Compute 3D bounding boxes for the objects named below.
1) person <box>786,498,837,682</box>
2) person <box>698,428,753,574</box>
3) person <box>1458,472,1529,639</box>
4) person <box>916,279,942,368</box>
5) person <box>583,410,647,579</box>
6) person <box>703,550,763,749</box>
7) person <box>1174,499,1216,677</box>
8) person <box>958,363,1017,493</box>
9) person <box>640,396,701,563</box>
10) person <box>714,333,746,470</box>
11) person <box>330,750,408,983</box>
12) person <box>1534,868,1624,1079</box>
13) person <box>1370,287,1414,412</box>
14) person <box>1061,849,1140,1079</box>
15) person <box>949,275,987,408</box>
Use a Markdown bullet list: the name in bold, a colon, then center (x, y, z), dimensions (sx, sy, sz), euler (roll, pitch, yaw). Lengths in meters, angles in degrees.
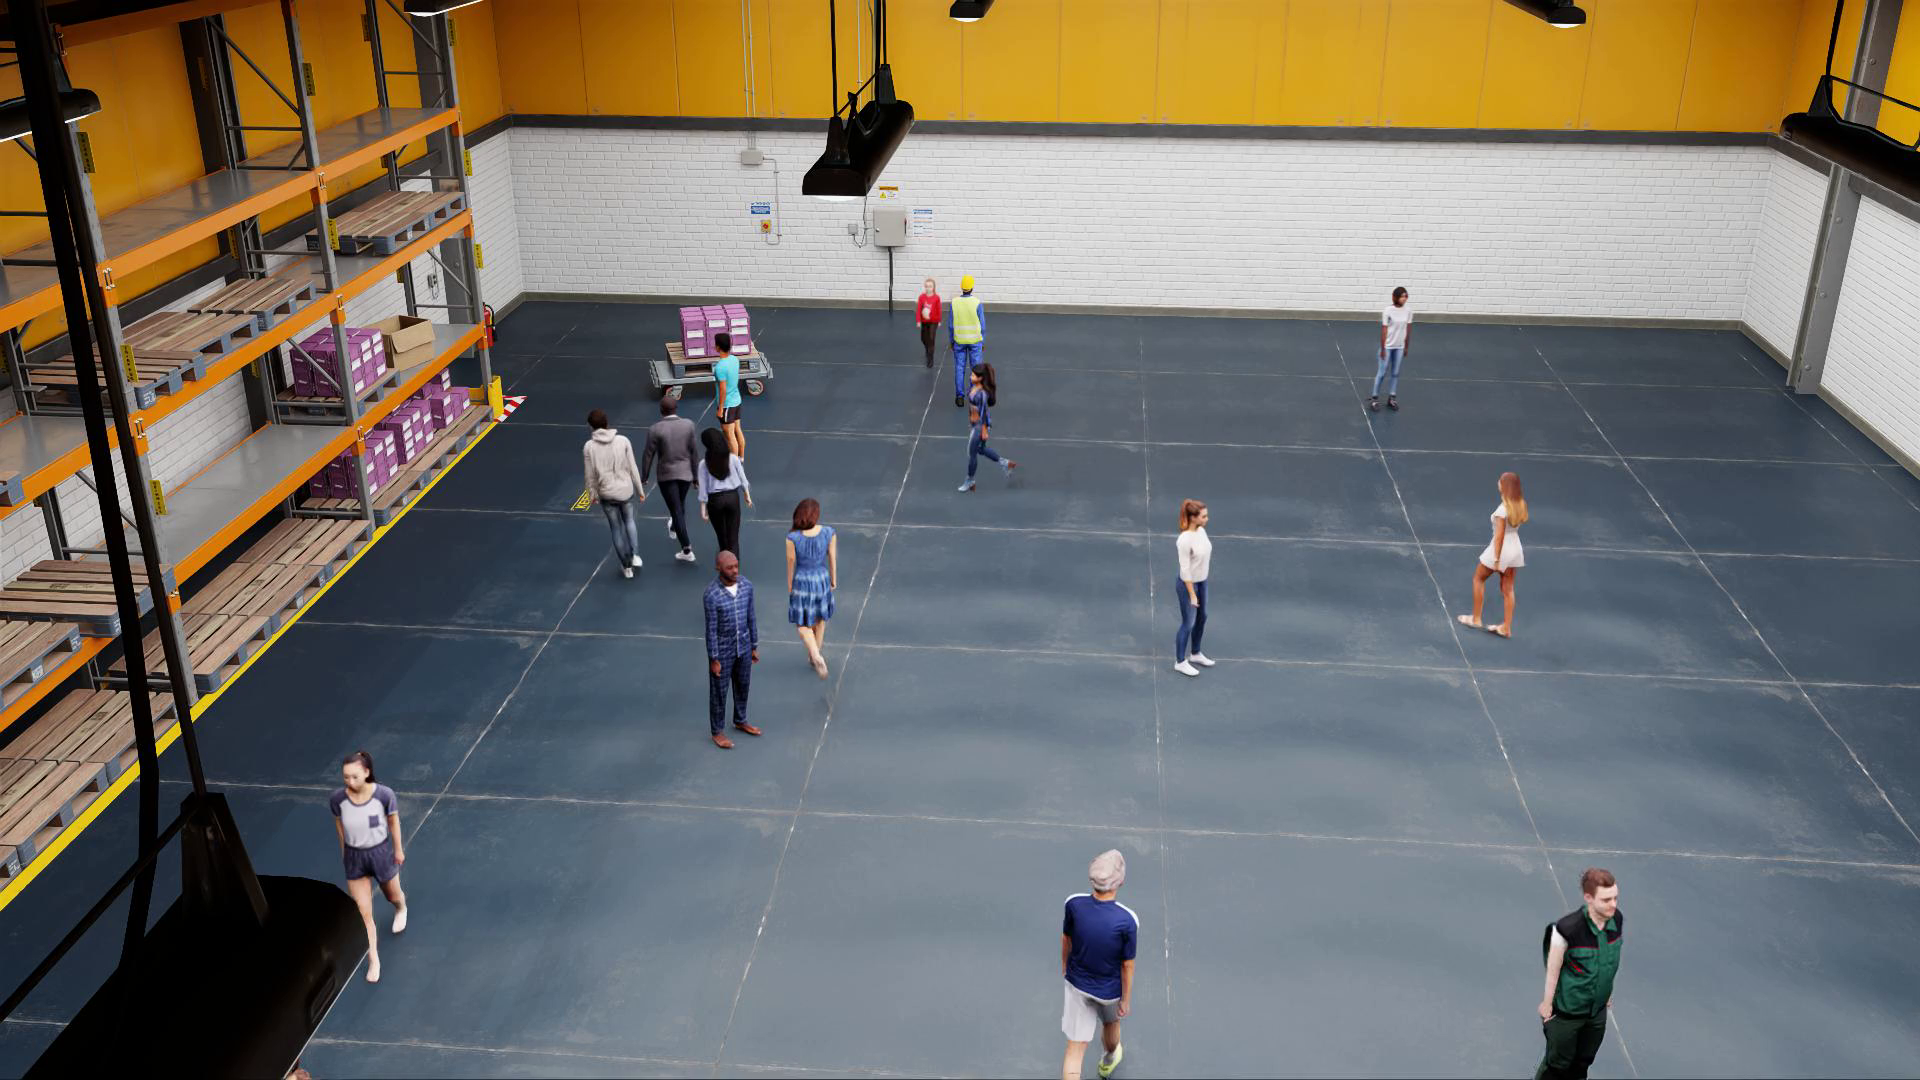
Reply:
- **person**: center (-1.347, 0.506, 15.290), dimensions (0.905, 1.782, 1.089), euler (-8, 25, -19)
- **person**: center (-2.441, -0.289, 17.219), dimensions (1.011, 1.695, 1.185), euler (-7, 25, -15)
- **person**: center (5.363, 0.173, 16.189), dimensions (0.796, 1.673, 0.878), euler (-14, 27, -29)
- **person**: center (-0.449, -3.222, 24.472), dimensions (0.525, 1.260, 0.871), euler (3, 24, 8)
- **person**: center (-3.610, -0.434, 17.402), dimensions (0.868, 1.813, 0.851), euler (-6, 24, -13)
- **person**: center (-1.993, 0.911, 14.325), dimensions (0.729, 1.814, 0.801), euler (-21, 31, -39)
- **person**: center (2.132, 0.434, 15.538), dimensions (0.791, 1.716, 0.697), euler (16, 28, 33)
- **person**: center (0.301, -1.339, 19.743), dimensions (0.846, 1.597, 0.967), euler (-5, 24, -12)
- **person**: center (-3.030, -0.608, 17.874), dimensions (1.152, 1.755, 1.324), euler (-13, 27, -27)
- **person**: center (-2.803, -1.659, 20.251), dimensions (0.711, 1.776, 0.522), euler (7, 24, 15)
- **person**: center (-4.097, 2.196, 11.634), dimensions (0.747, 1.616, 1.062), euler (-3, 24, -7)
- **person**: center (3.727, 2.770, 10.034), dimensions (0.770, 1.845, 0.790), euler (-9, 25, -19)
- **person**: center (5.834, -2.589, 22.451), dimensions (0.632, 1.718, 0.614), euler (-4, 24, -9)
- **person**: center (0.801, 2.768, 10.104), dimensions (0.838, 1.792, 1.262), euler (7, 25, 16)
- **person**: center (0.099, -2.715, 22.622), dimensions (0.645, 1.813, 0.559), euler (2, 24, 5)
